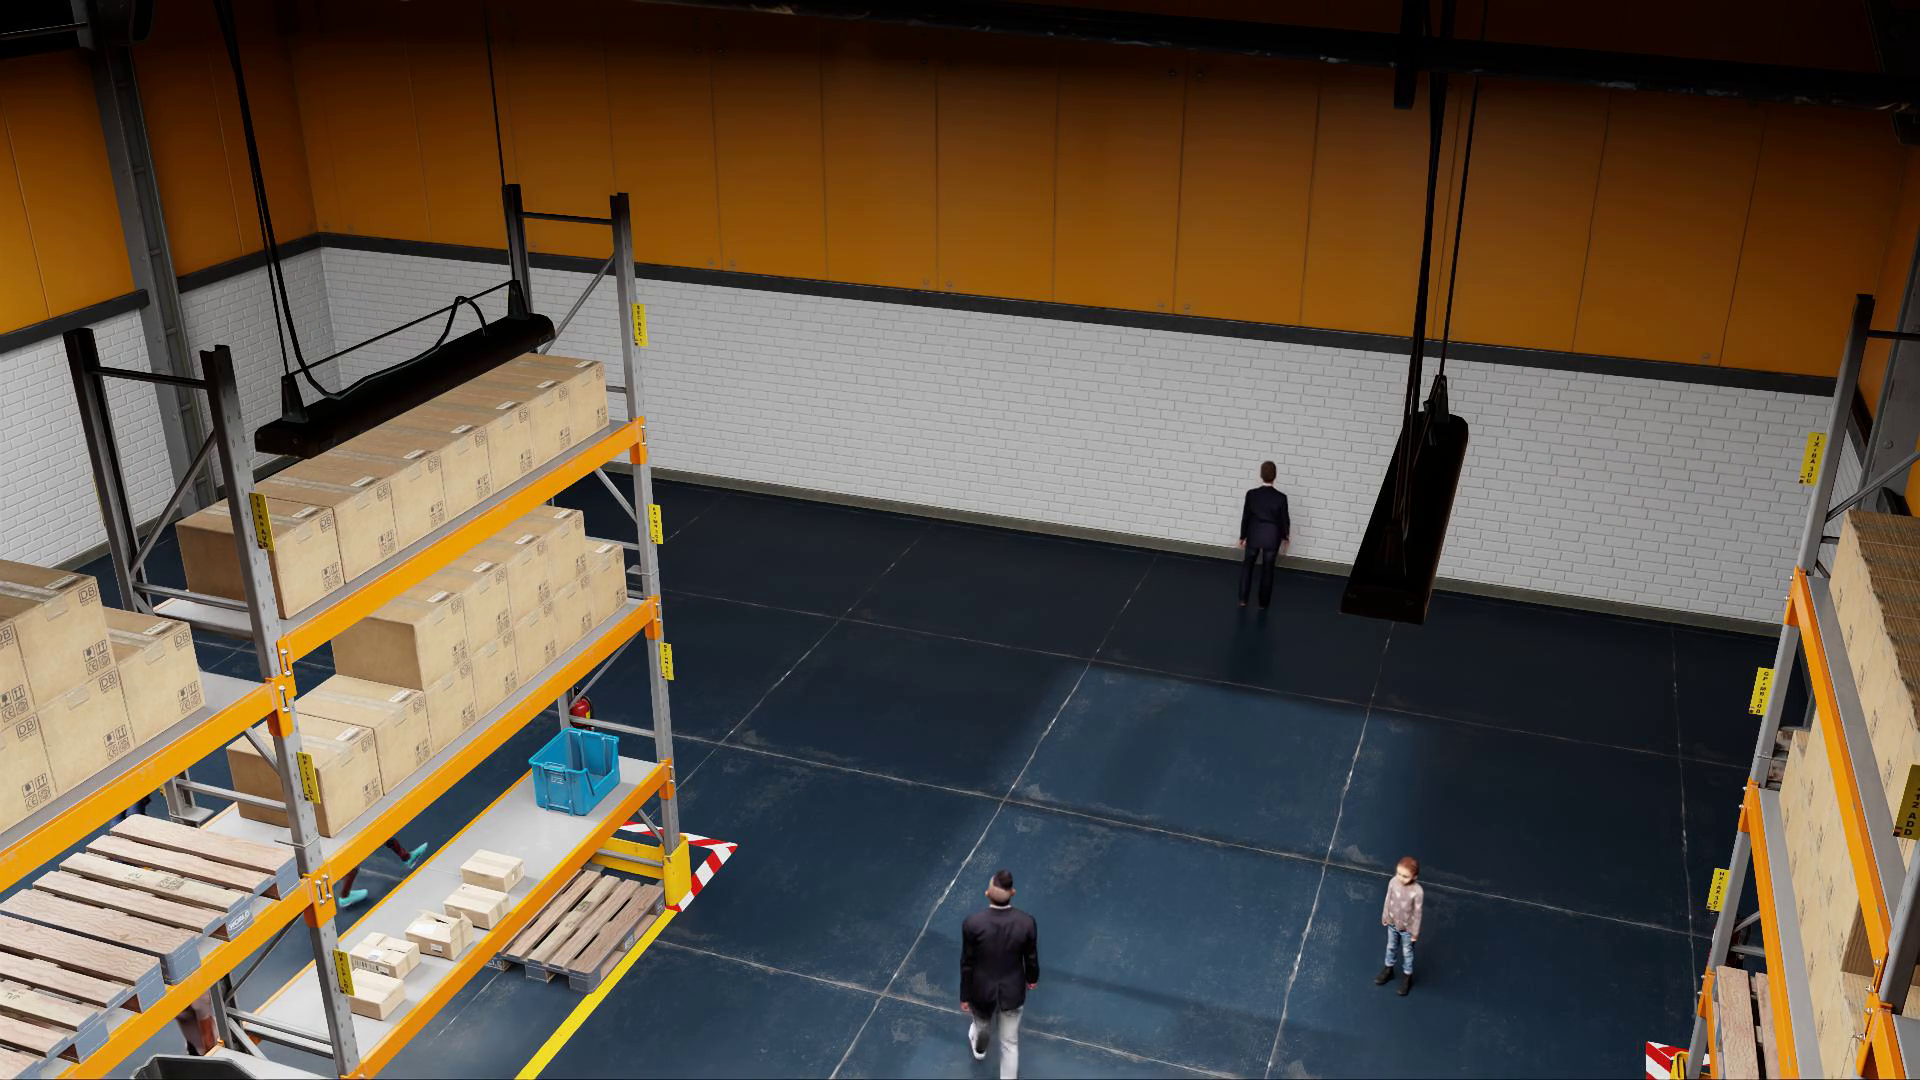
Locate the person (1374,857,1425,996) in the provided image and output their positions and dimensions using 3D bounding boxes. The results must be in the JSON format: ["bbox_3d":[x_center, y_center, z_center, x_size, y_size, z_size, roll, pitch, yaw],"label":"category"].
[{"bbox_3d":[3.457,2.971,12.959,0.539,1.193,0.559,22,32,40],"label":"person"}]

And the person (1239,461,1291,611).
[{"bbox_3d":[3.478,-0.031,19.054,0.696,1.812,0.626,9,25,19],"label":"person"}]

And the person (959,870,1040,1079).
[{"bbox_3d":[0.279,3.185,11.575,1.043,1.910,1.272,-2,24,-4],"label":"person"}]
